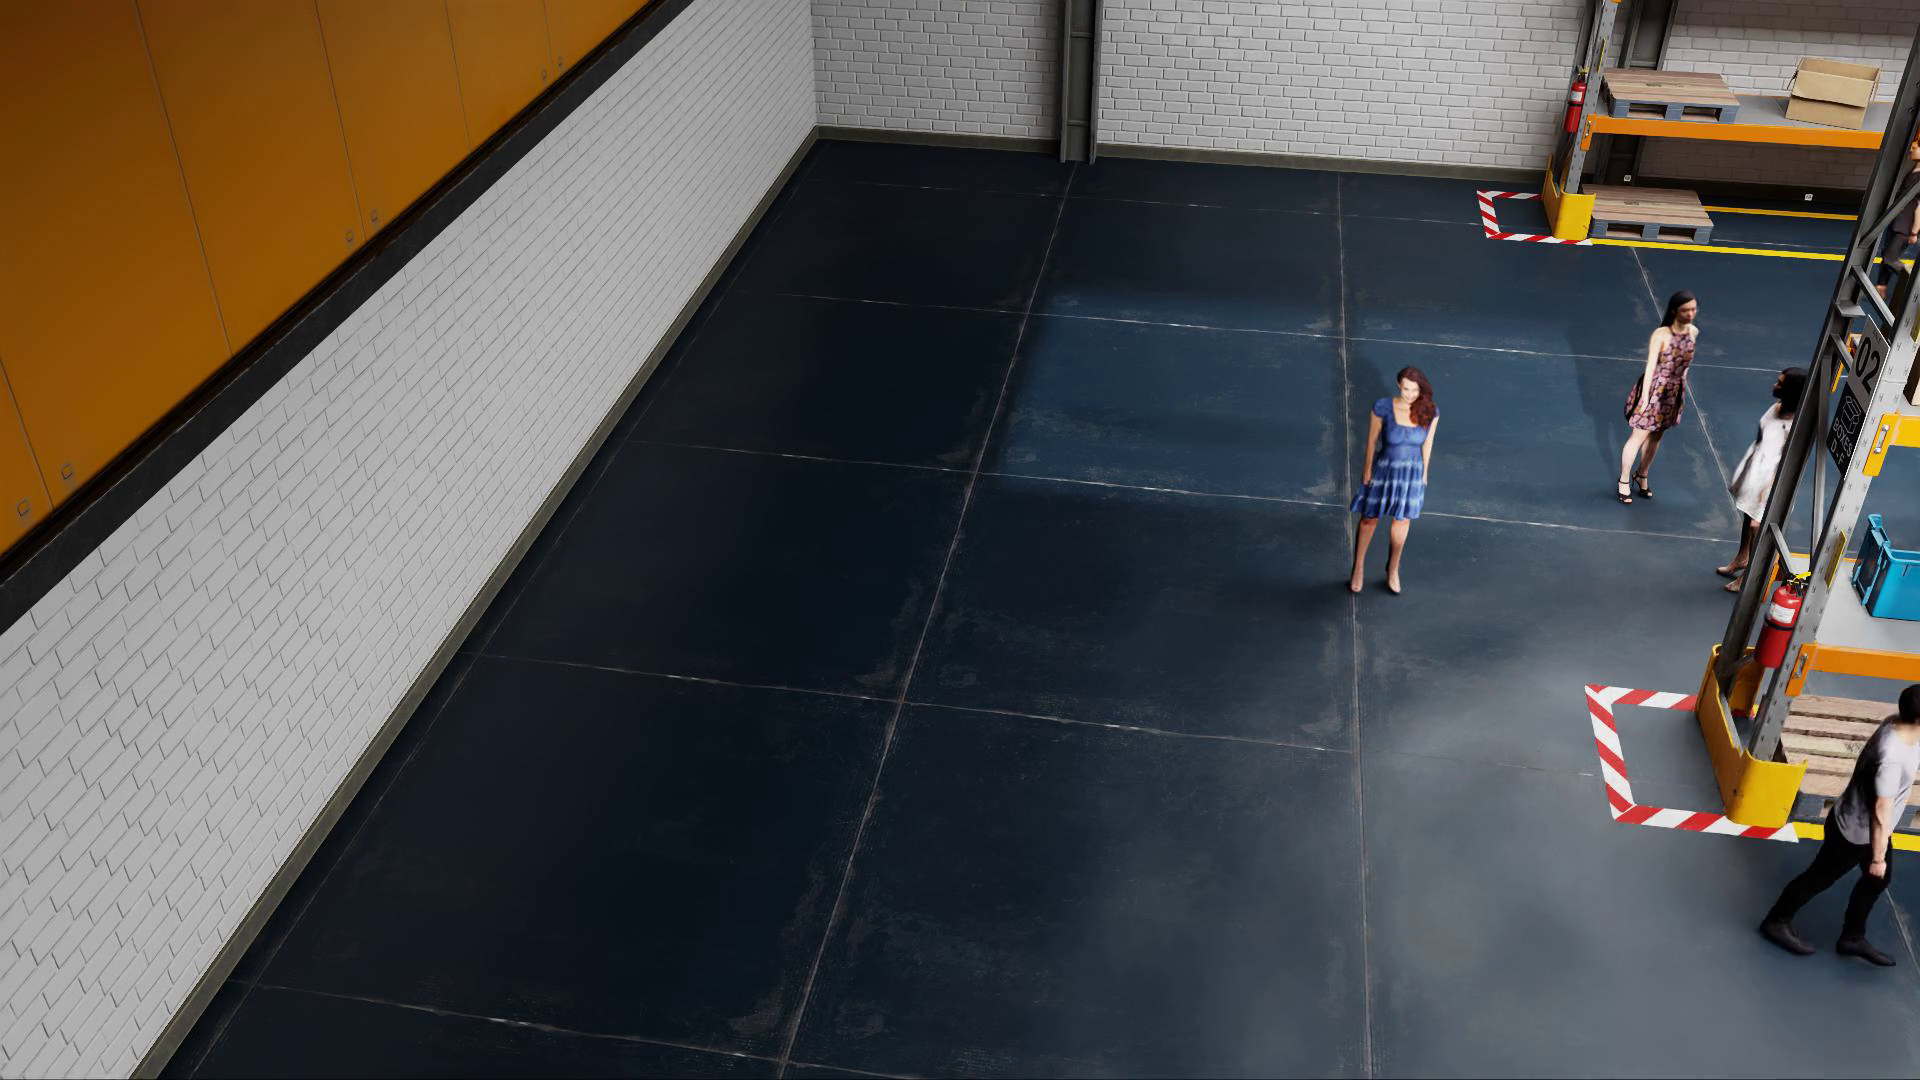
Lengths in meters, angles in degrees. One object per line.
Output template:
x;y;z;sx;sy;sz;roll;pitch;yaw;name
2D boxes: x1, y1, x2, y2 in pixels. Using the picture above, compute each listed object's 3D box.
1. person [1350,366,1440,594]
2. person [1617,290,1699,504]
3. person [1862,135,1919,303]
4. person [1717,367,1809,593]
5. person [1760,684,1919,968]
3.065;-0.411;11.736;0.559;1.806;0.760;1;34;1;person
5.380;-1.098;12.797;0.777;1.775;0.856;-13;36;-18;person
9.037;-3.007;15.737;0.836;1.699;0.675;10;35;14;person
5.703;-0.424;11.784;0.608;1.773;0.629;6;34;8;person
4.695;1.477;8.864;1.050;1.841;0.949;27;42;35;person
